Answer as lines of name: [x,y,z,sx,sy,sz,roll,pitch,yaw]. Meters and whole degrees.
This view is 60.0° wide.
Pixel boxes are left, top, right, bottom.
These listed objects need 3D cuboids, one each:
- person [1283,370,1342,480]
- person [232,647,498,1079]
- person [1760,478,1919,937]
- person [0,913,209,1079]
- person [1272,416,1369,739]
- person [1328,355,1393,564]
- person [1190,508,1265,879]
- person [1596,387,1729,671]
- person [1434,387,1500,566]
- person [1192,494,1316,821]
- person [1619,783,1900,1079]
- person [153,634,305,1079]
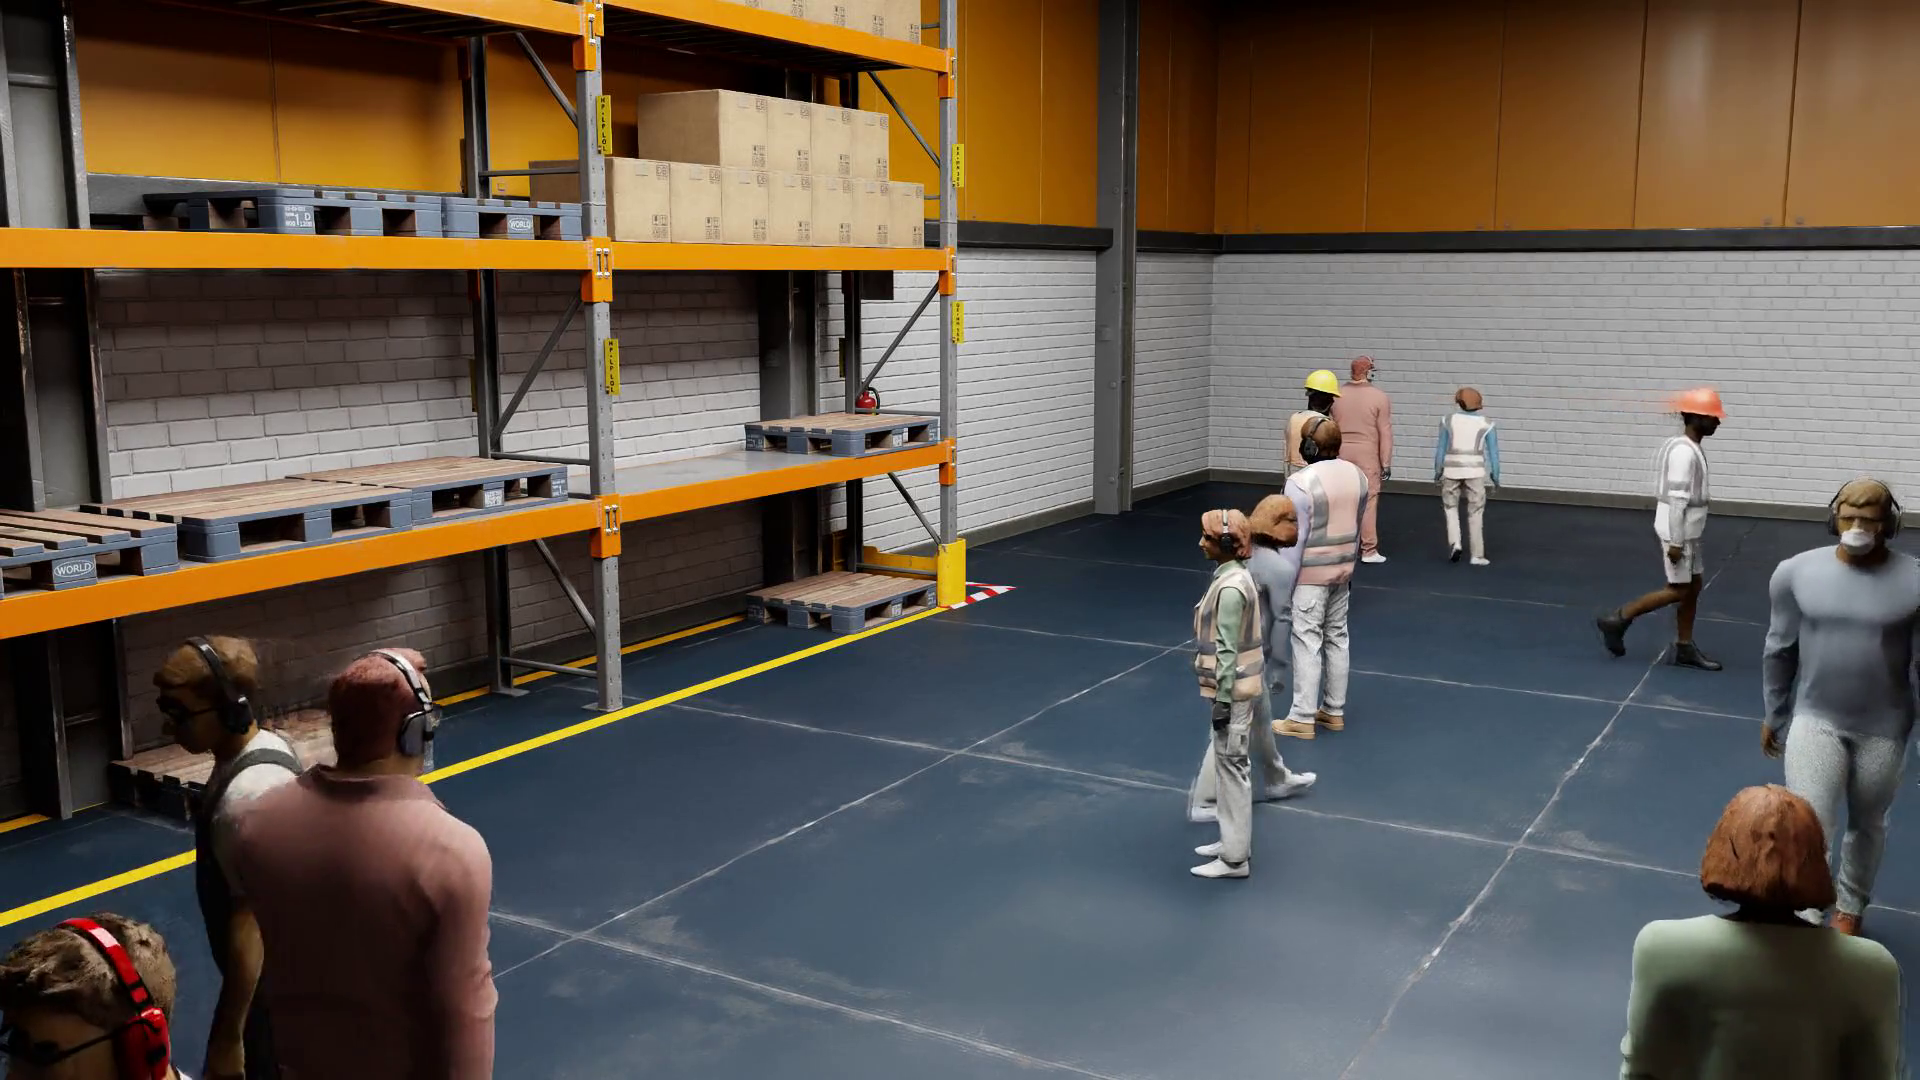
person: [2.694,-0.328,12.654,0.381,1.917,0.585,-4,10,-25]
person: [-1.263,1.164,3.538,0.633,1.871,0.942,3,9,16]
person: [3.341,0.713,6.247,0.651,1.882,1.003,6,11,33]
person: [-1.071,1.365,2.484,0.585,1.799,0.930,4,10,26]
person: [2.030,0.211,9.516,0.627,1.847,0.429,-7,12,-38]
person: [3.660,-0.736,15.233,0.652,1.906,0.403,7,11,37]
person: [1.176,0.670,7.321,0.313,1.629,0.508,1,9,6]
person: [4.748,-0.077,11.126,0.698,1.916,0.548,5,10,29]
person: [4.579,-0.565,15.017,0.583,1.629,0.335,4,10,26]
person: [1.485,0.568,8.106,0.834,1.581,0.512,-3,10,-19]
person: [1.618,1.298,3.418,0.513,1.619,0.389,2,9,15]
person: [-1.629,1.096,4.131,0.780,1.810,0.525,-5,10,-28]
